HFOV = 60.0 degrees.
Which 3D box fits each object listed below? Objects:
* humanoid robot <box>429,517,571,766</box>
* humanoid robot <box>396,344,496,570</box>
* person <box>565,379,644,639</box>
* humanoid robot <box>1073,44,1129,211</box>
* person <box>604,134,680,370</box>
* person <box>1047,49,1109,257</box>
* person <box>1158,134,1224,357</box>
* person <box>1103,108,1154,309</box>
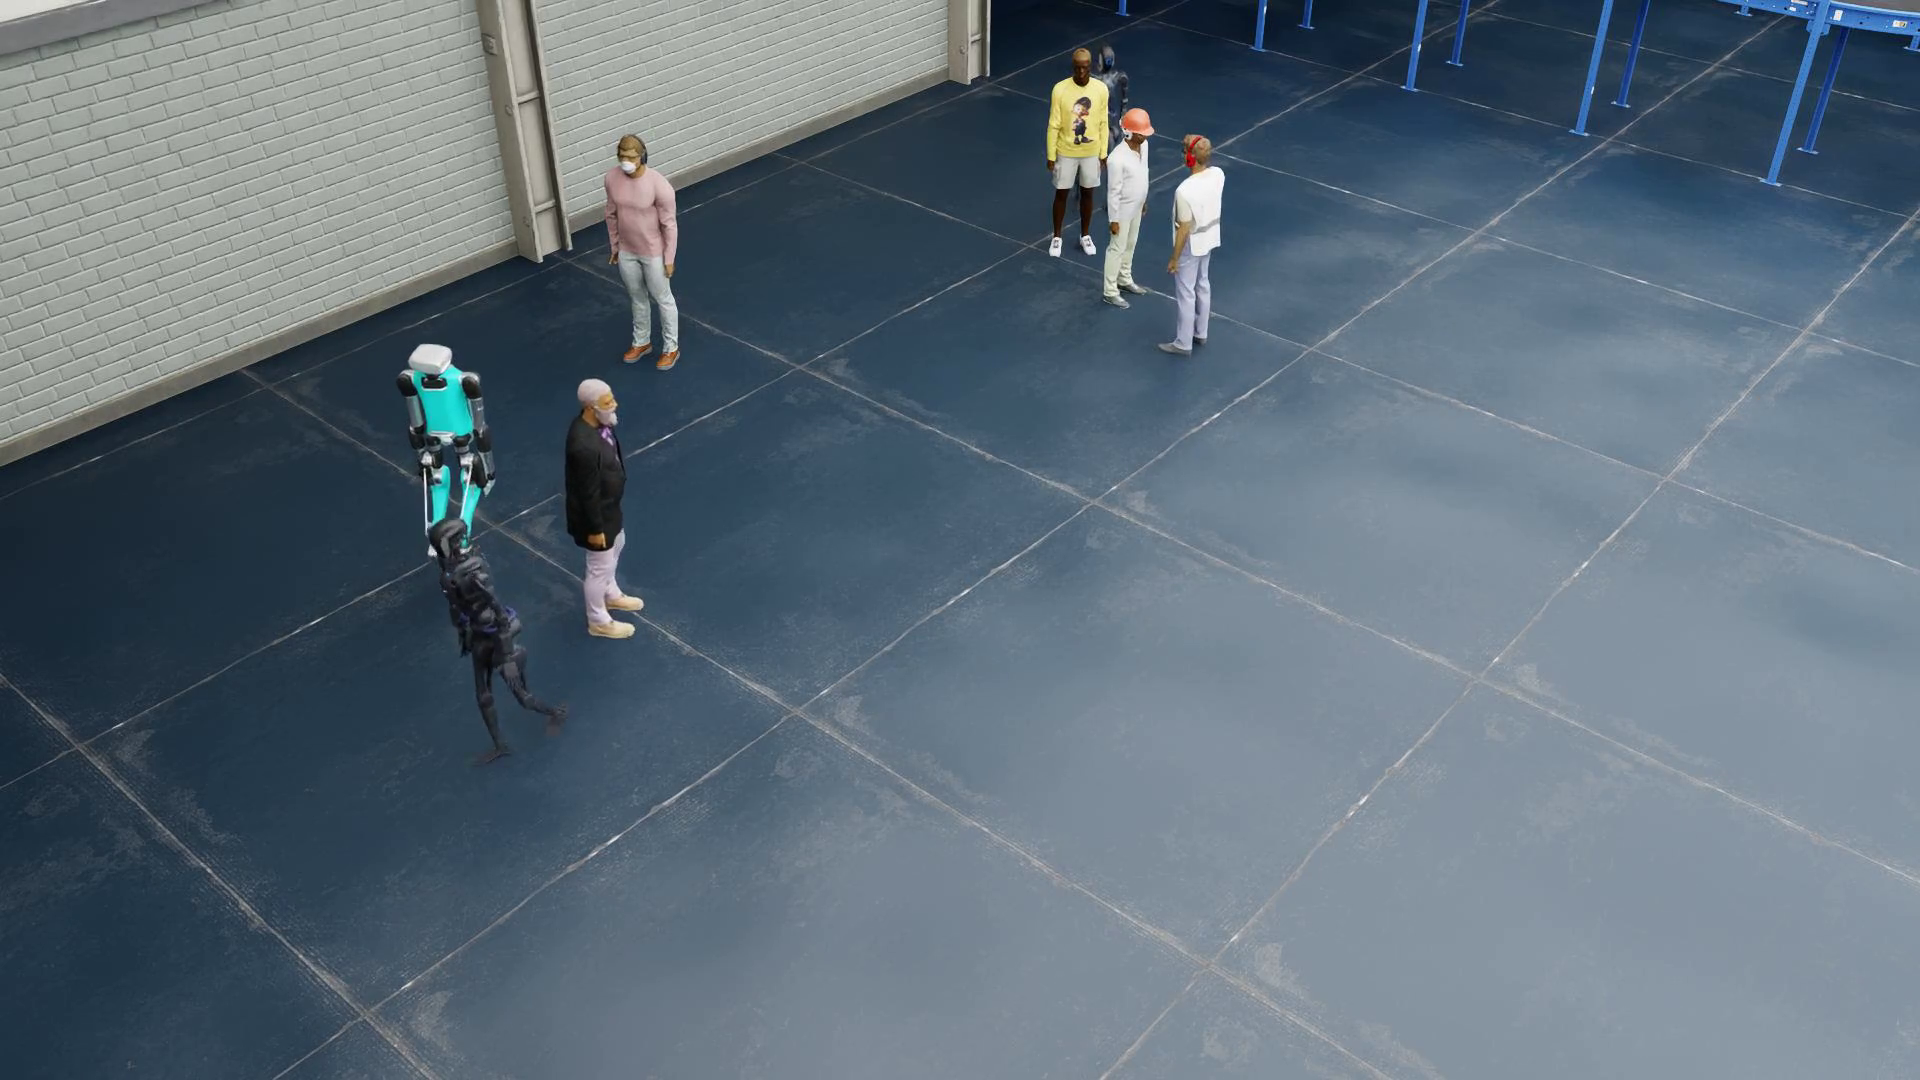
[{"bbox_3d":[-2.620,0.555,9.433,0.625,1.650,0.638,30,45,35],"label":"humanoid robot"},{"bbox_3d":[-3.269,-0.337,10.582,0.536,1.788,0.676,3,36,5],"label":"humanoid robot"},{"bbox_3d":[-2.236,-0.192,10.317,0.423,1.838,0.539,-1,35,-1],"label":"person"},{"bbox_3d":[1.311,-3.854,15.596,0.586,1.643,0.398,-13,37,-17],"label":"humanoid robot"},{"bbox_3d":[-2.504,-2.272,13.140,0.628,1.940,0.373,14,38,19],"label":"person"},{"bbox_3d":[1.046,-3.452,14.830,0.554,1.897,0.360,-4,36,-5],"label":"person"},{"bbox_3d":[1.879,-2.341,13.315,0.373,1.842,0.568,25,43,31],"label":"person"},{"bbox_3d":[1.437,-2.817,14.072,0.349,1.743,0.565,20,40,25],"label":"person"}]
